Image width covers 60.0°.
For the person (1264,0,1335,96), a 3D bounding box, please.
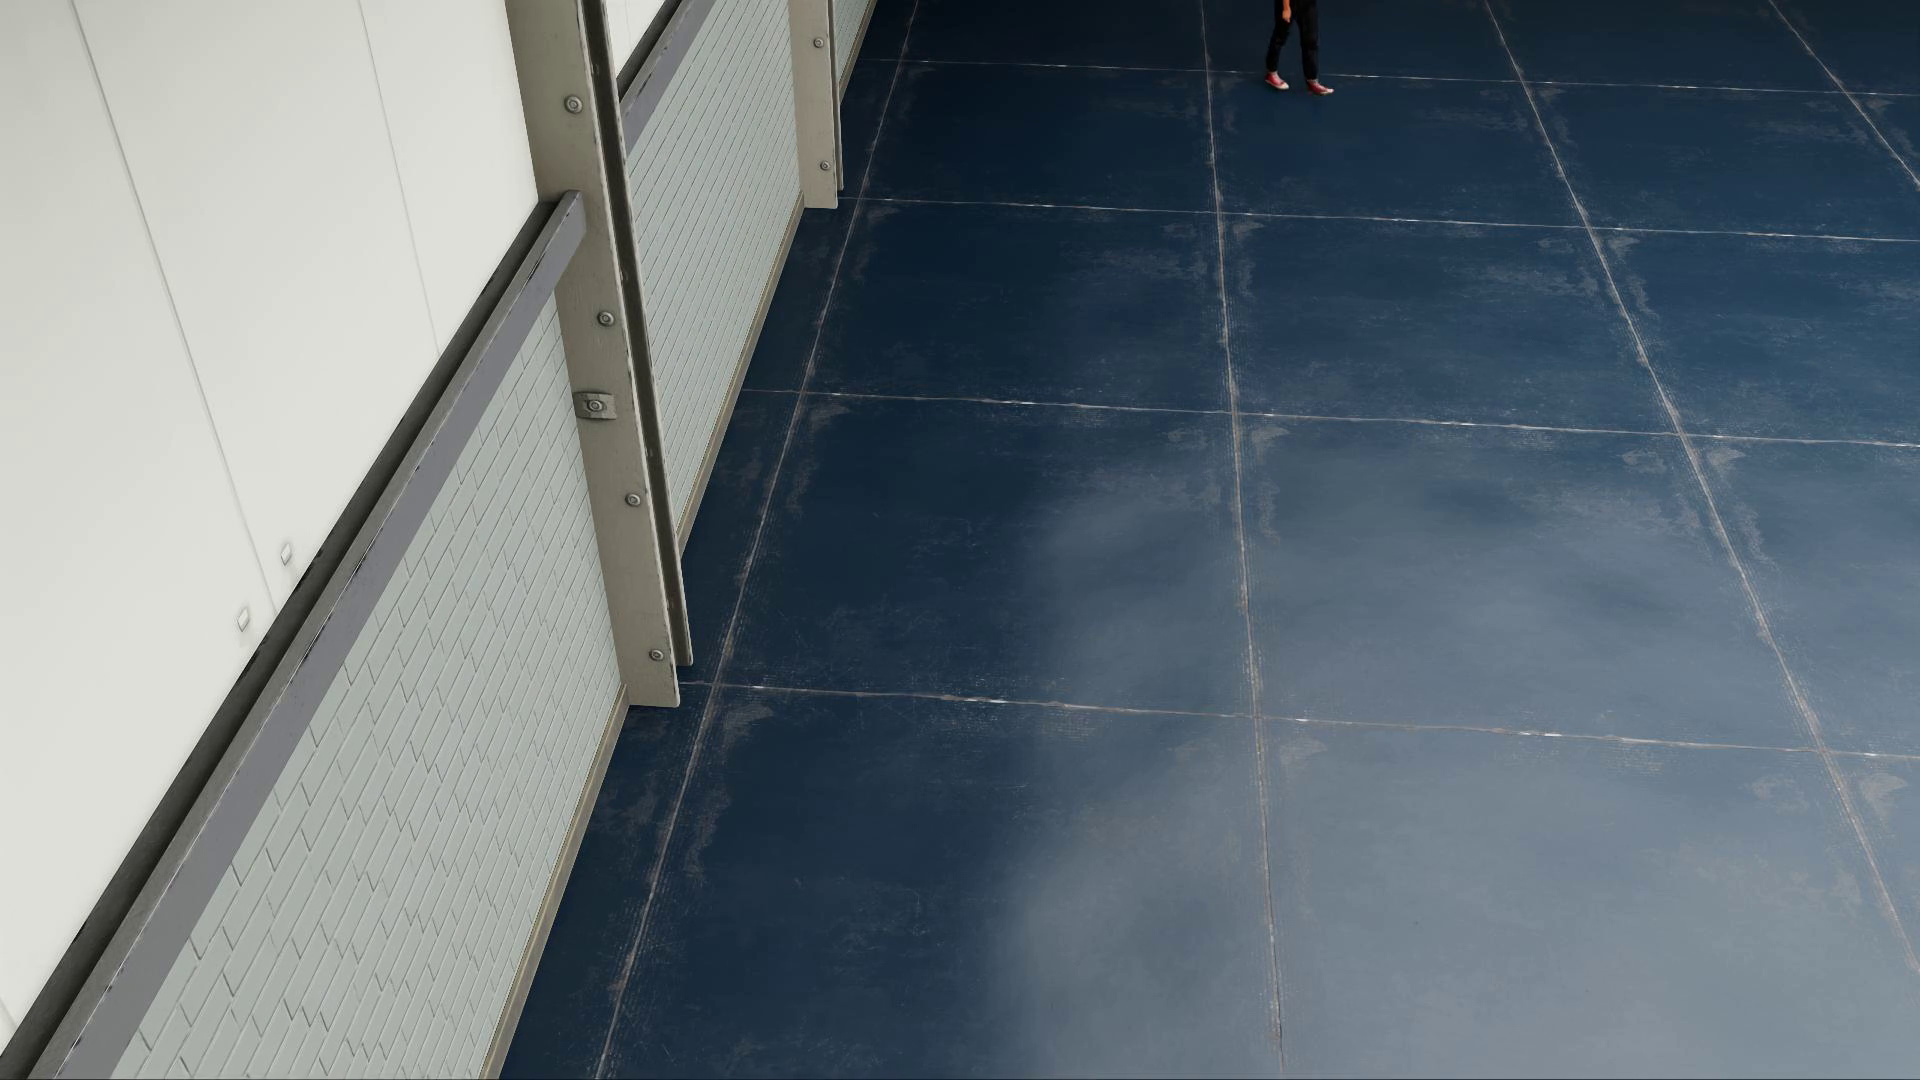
[{"bbox_3d":[3.024,-4.971,15.262,1.013,1.733,1.105,-23,44,-27],"label":"person"}]
